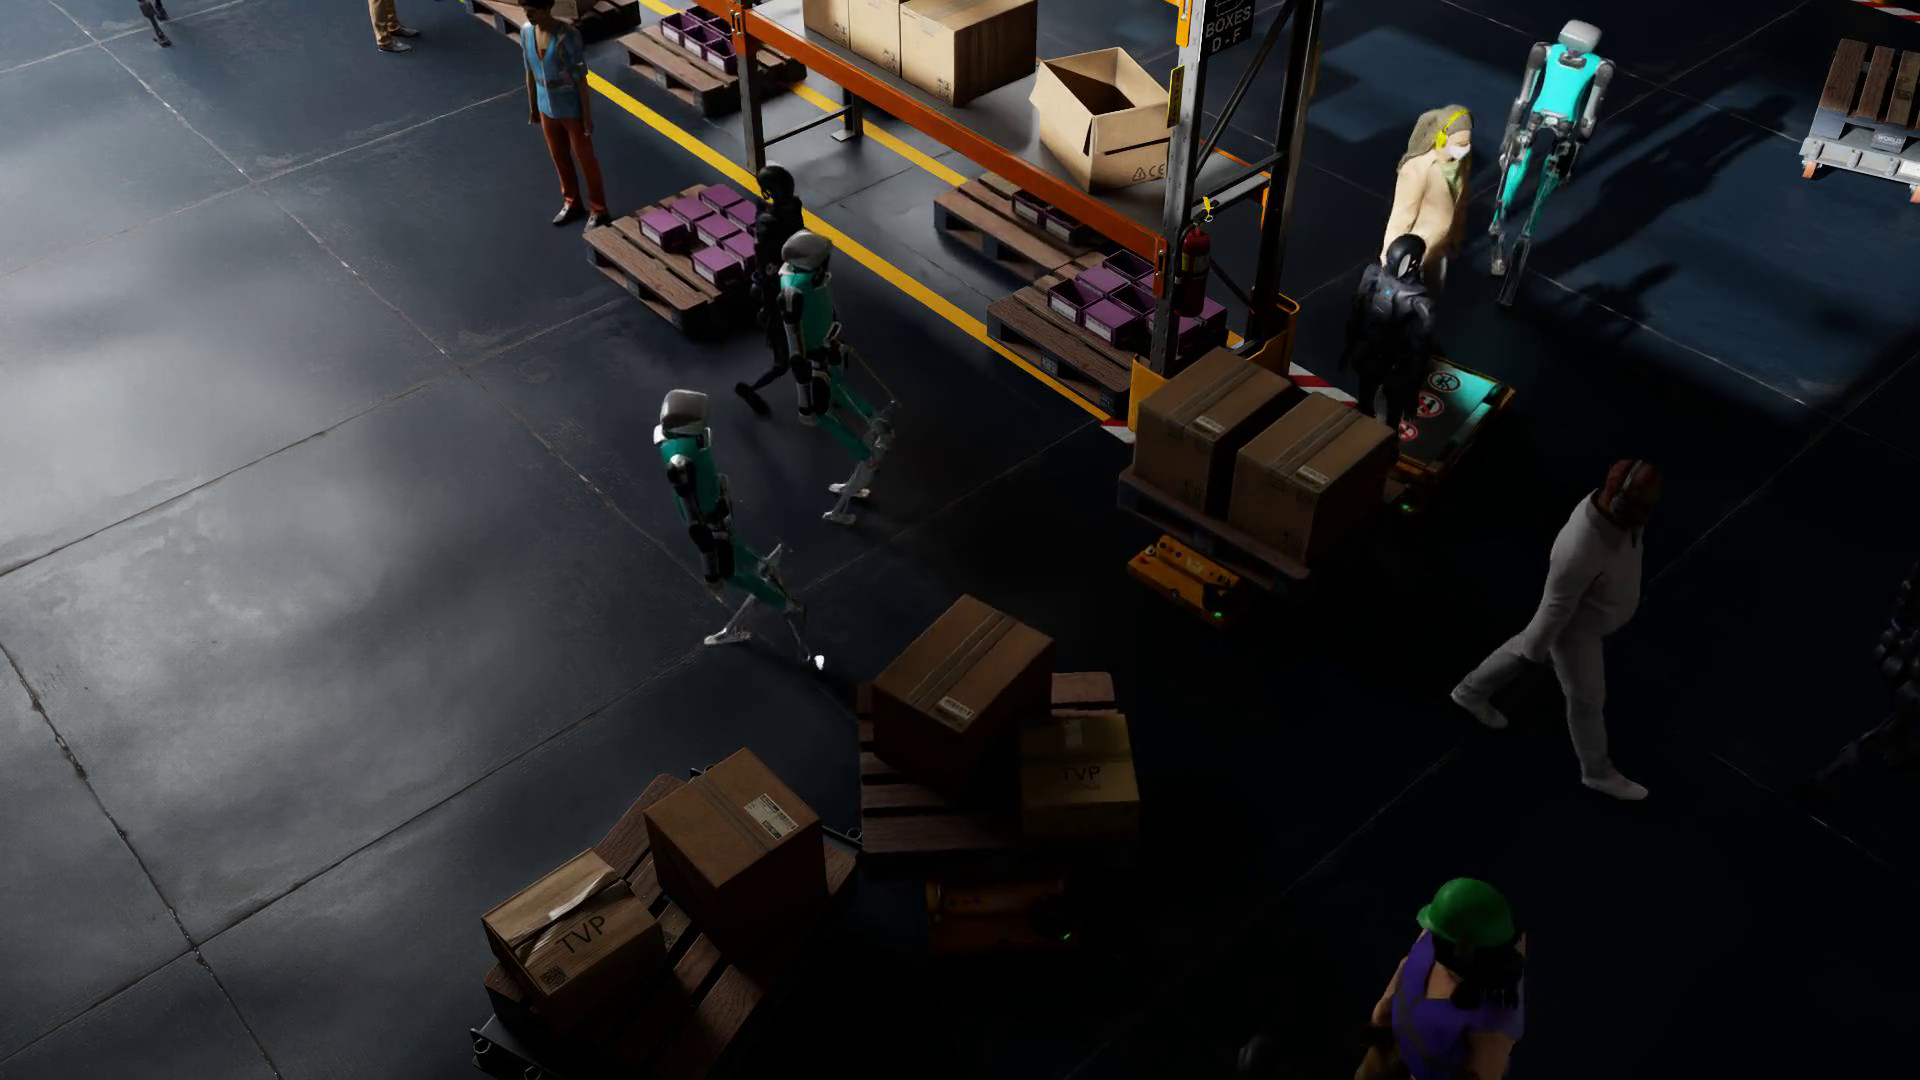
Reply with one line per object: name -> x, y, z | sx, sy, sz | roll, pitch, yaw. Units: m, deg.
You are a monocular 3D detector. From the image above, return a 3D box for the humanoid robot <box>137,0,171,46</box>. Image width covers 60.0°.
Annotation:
humanoid robot -> -6.716, -4.867, 13.382 | 0.608, 1.625, 0.764 | -29, 50, -28

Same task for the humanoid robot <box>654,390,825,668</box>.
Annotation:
humanoid robot -> -0.964, 0.009, 8.061 | 0.860, 1.830, 0.559 | -5, 43, -5

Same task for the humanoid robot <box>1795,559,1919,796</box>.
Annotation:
humanoid robot -> 4.351, 0.551, 7.492 | 0.791, 1.624, 0.586 | -8, 43, -9

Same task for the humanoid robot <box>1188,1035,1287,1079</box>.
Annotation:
humanoid robot -> 0.941, 2.181, 5.679 | 0.583, 1.647, 0.332 | 9, 43, 10

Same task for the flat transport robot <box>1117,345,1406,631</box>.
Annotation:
flat transport robot -> 1.623, -0.079, 9.181 | 0.659, 0.231, 1.431 | 32, 52, 30

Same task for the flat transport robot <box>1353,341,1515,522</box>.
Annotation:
flat transport robot -> 2.691, -0.671, 9.824 | 0.659, 0.231, 1.431 | 27, 49, 26

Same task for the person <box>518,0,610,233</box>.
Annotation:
person -> -2.671, -2.896, 11.145 | 0.507, 1.757, 0.332 | 17, 45, 18

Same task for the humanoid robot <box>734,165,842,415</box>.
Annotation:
humanoid robot -> -1.028, -1.428, 9.621 | 0.613, 1.641, 0.589 | 14, 44, 15

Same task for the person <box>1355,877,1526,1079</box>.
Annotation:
person -> 1.709, 1.839, 5.883 | 0.556, 1.903, 0.549 | -8, 43, -9

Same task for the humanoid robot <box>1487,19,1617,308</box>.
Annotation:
humanoid robot -> 3.642, -2.299, 10.584 | 0.561, 1.894, 0.758 | 20, 46, 20

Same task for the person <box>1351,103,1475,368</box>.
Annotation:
person -> 2.677, -1.780, 9.862 | 0.606, 1.854, 0.606 | -30, 50, -29

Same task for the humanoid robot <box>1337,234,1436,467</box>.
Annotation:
humanoid robot -> 2.335, -0.973, 9.113 | 0.332, 1.645, 0.589 | -27, 49, -26

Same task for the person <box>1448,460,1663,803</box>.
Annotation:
person -> 2.822, 0.357, 7.536 | 1.019, 1.853, 0.651 | 23, 47, 23

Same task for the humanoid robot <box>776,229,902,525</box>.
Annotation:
humanoid robot -> -0.584, -0.826, 8.884 | 0.678, 1.761, 0.530 | 10, 44, 11

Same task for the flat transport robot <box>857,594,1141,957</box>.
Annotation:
flat transport robot -> 0.151, 1.264, 7.720 | 0.659, 0.231, 1.431 | -2, 43, -2

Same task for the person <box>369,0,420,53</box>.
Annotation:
person -> -4.624, -4.740, 13.163 | 0.342, 1.744, 0.555 | -4, 43, -4
